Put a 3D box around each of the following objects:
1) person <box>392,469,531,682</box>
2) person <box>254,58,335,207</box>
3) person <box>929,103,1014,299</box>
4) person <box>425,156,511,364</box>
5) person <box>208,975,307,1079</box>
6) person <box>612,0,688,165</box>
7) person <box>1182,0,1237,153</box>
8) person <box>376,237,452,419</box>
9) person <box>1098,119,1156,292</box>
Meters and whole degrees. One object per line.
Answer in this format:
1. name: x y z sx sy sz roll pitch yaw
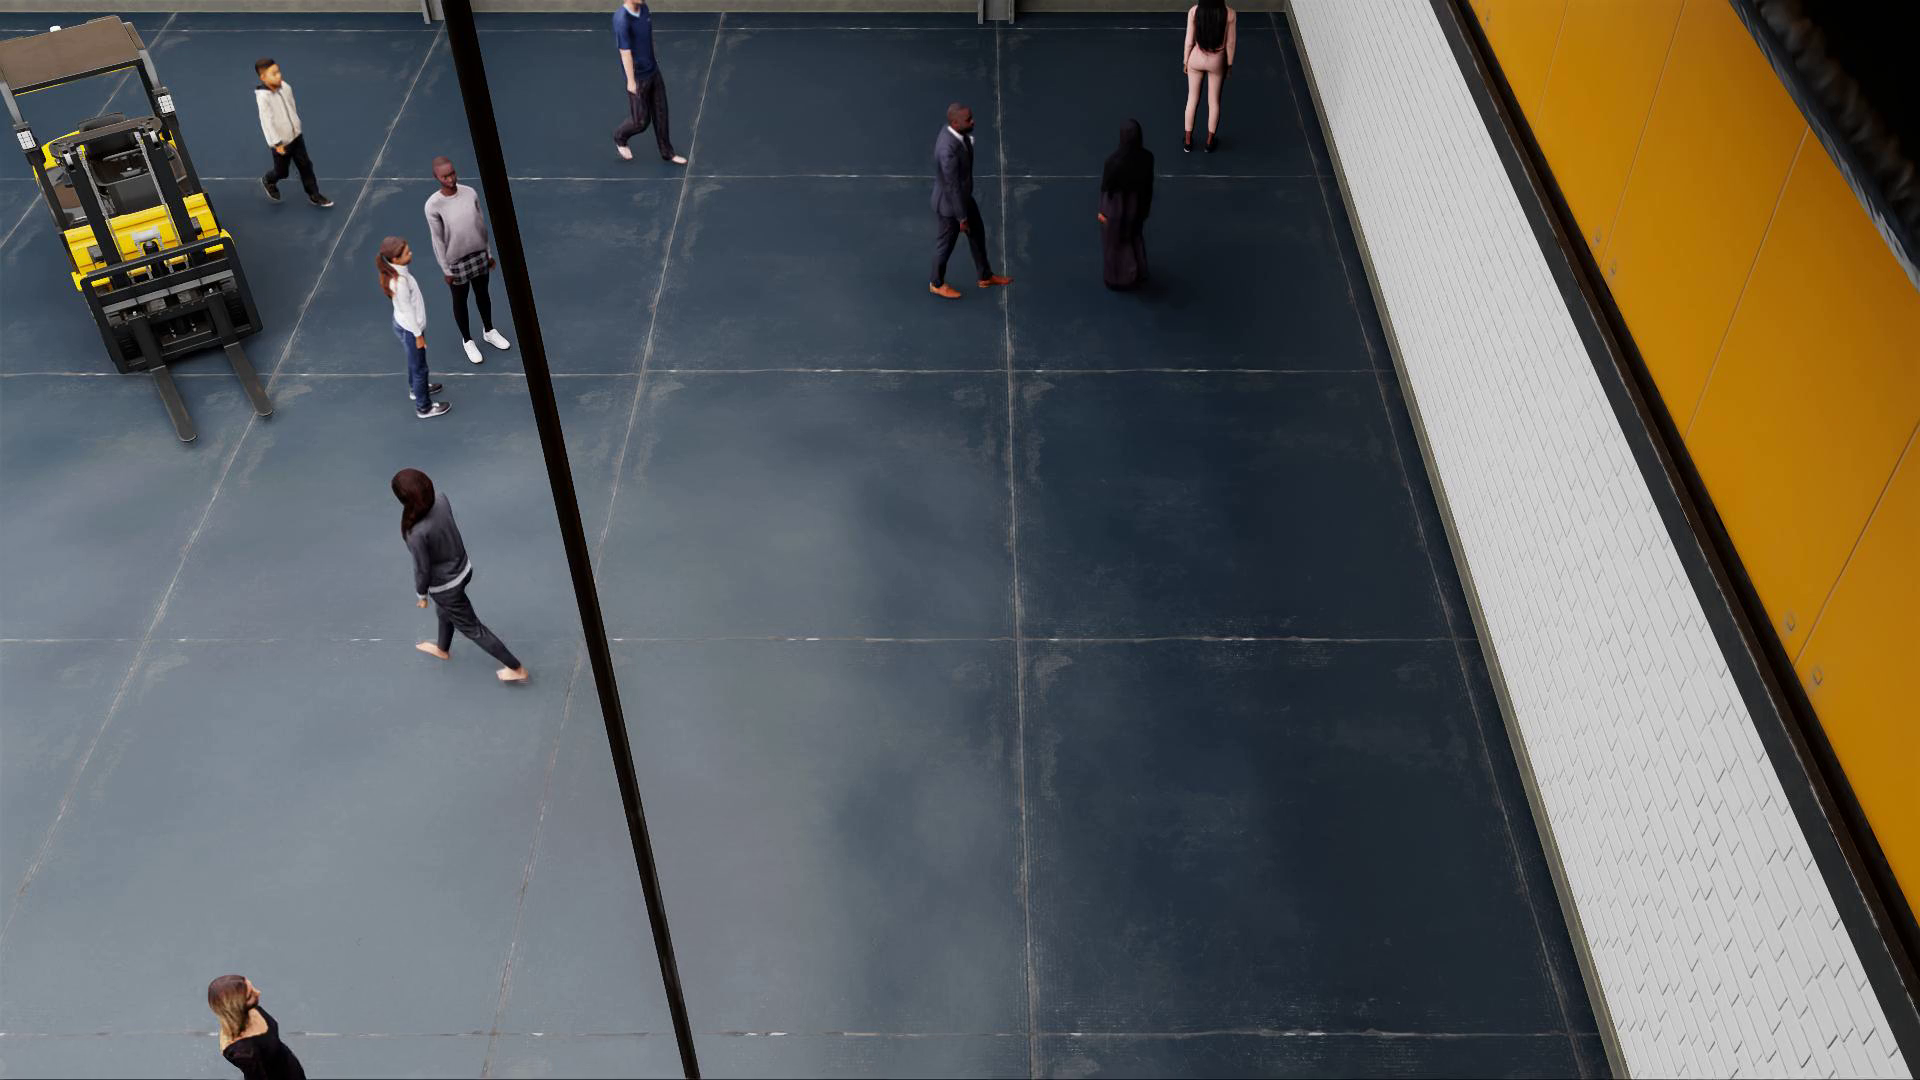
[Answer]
1. person: -3.180 0.262 10.625 1.137 1.726 0.752 8 44 9
2. person: -6.121 -3.633 14.923 0.975 1.439 0.798 16 46 16
3. person: -0.126 -2.800 13.787 0.998 1.799 0.825 8 44 8
4. person: -3.952 -2.255 13.235 0.684 1.771 0.751 -32 52 -29
5. person: -3.428 2.677 8.136 0.820 1.664 0.720 -15 46 -16
6. person: -2.992 -4.297 15.316 1.027 1.857 0.899 19 47 19
7. person: 2.316 -4.447 15.573 0.532 1.721 0.715 8 44 8
8. person: -4.231 -1.650 12.760 0.634 1.550 0.625 -17 46 -17
9. person: 1.390 -2.742 13.865 0.800 1.607 0.792 -13 45 -13
